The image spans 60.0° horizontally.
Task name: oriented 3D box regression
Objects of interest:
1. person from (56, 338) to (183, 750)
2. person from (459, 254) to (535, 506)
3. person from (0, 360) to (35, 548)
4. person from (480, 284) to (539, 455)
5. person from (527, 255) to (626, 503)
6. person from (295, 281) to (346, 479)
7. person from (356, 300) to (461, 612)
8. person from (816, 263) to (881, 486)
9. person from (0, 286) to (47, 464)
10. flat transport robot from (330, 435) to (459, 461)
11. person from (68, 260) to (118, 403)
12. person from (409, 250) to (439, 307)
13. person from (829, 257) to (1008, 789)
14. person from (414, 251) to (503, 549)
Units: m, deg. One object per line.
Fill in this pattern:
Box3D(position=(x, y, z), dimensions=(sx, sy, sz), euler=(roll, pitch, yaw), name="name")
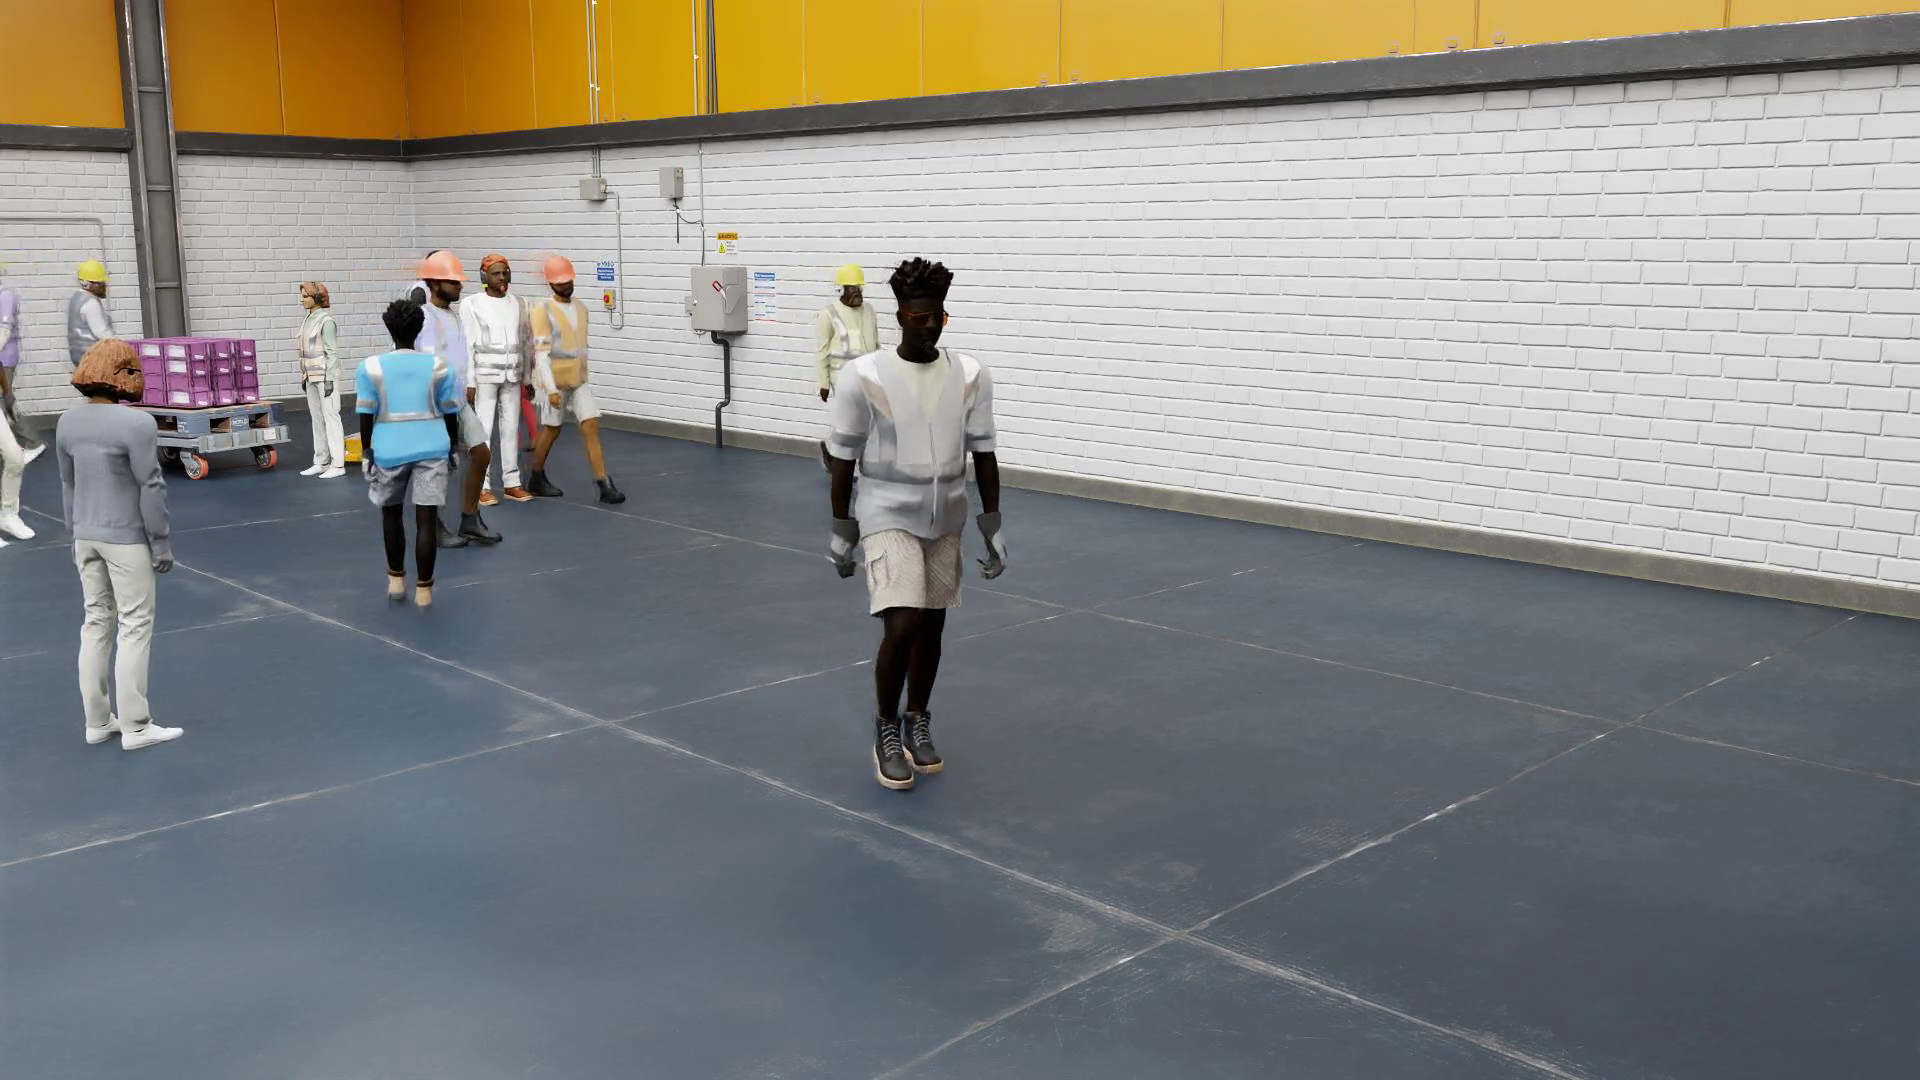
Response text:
Box3D(position=(-3.350, 0.016, 6.616), dimensions=(0.494, 1.624, 0.310), euler=(4, 11, 22), name="person")
Box3D(position=(-3.483, -1.209, 12.569), dimensions=(0.576, 1.882, 0.362), euler=(-10, 14, -44), name="person")
Box3D(position=(-6.321, -0.834, 10.688), dimensions=(0.399, 1.825, 0.630), euler=(4, 11, 23), name="person")
Box3D(position=(-4.140, -1.639, 15.315), dimensions=(0.381, 1.736, 0.564), euler=(8, 13, 36), name="person")
Box3D(position=(-2.998, -1.216, 12.639), dimensions=(0.967, 1.884, 0.573), euler=(7, 13, 35), name="person")
Box3D(position=(-5.358, -1.337, 13.931), dimensions=(0.514, 1.641, 0.307), euler=(10, 14, 42), name="person")
Box3D(position=(-3.008, -0.473, 9.111), dimensions=(0.546, 1.666, 0.685), euler=(-4, 11, -21), name="person")
Box3D(position=(-0.947, -1.345, 13.517), dimensions=(0.739, 1.810, 0.605), euler=(9, 14, 42), name="person")
Box3D(position=(-8.415, -1.579, 14.545), dimensions=(0.598, 1.896, 0.633), euler=(5, 12, 27), name="person")
Box3D(position=(-5.170, -0.898, 15.269), dimensions=(0.652, 0.197, 1.431), euler=(1, 10, 3), name="flat transport robot")
Box3D(position=(-7.943, -1.680, 15.386), dimensions=(0.505, 1.792, 0.616), euler=(-7, 13, -34), name="person")
Box3D(position=(-4.844, -1.710, 15.306), dimensions=(0.631, 1.877, 0.673), euler=(-1, 10, -3), name="person")
Box3D(position=(-0.150, -0.055, 6.112), dimensions=(0.623, 1.942, 0.614), euler=(-5, 12, -27), name="person")
Box3D(position=(-3.227, -0.878, 10.652), dimensions=(0.635, 1.915, 0.563), euler=(2, 11, 12), name="person")
